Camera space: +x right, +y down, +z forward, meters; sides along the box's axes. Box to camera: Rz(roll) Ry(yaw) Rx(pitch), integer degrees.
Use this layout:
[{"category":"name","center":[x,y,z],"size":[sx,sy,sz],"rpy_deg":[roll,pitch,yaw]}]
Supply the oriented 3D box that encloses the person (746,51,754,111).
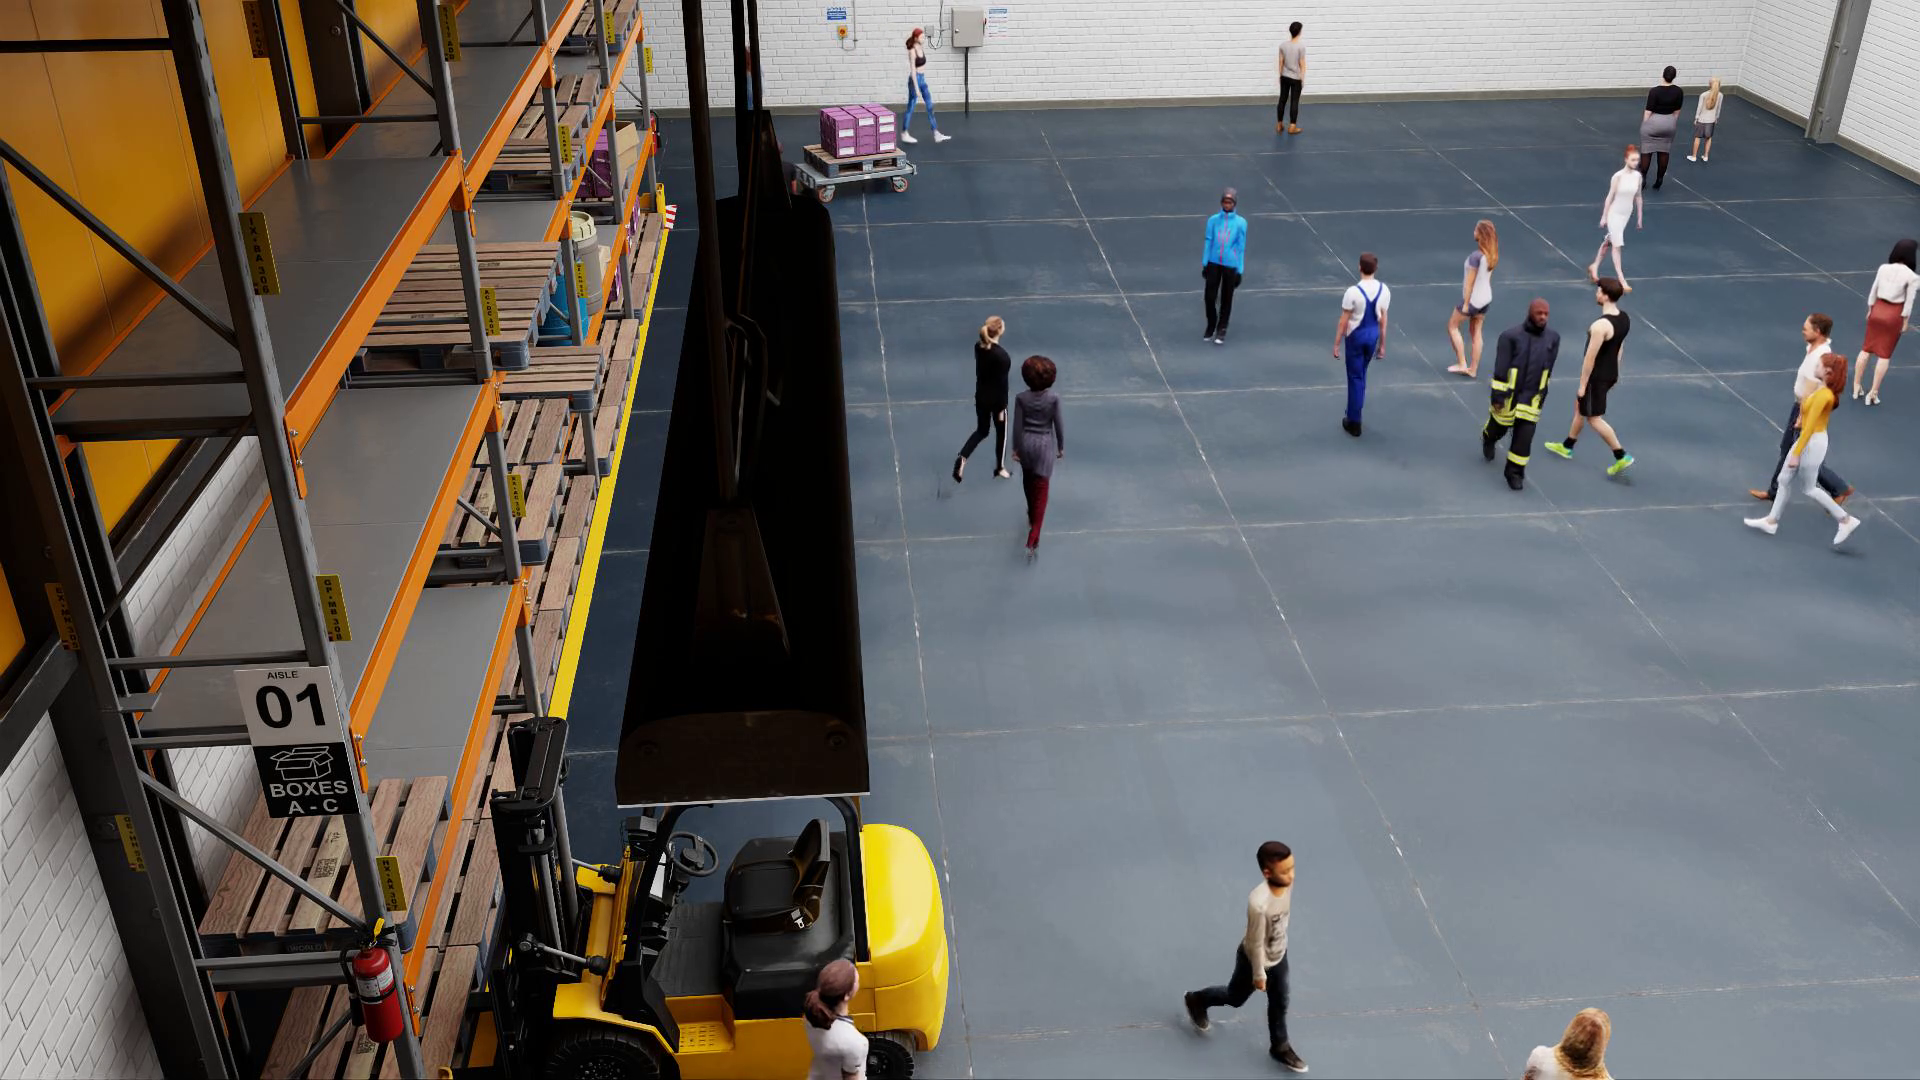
[{"category":"person","center":[-3.258,-6.897,25.889],"size":[0.776,1.461,0.467],"rpy_deg":[-1,29,-2]}]

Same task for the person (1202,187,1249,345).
[{"category":"person","center":[2.958,-3.072,18.544],"size":[0.712,1.780,0.709],"rpy_deg":[9,30,16]}]

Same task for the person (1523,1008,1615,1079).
[{"category":"person","center":[2.666,2.901,7.614],"size":[1.036,1.762,1.208],"rpy_deg":[16,33,27]}]

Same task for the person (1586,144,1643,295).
[{"category":"person","center":[7.882,-3.889,20.067],"size":[0.762,1.756,1.100],"rpy_deg":[-9,30,-16]}]

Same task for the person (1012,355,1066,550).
[{"category":"person","center":[0.653,-0.715,14.336],"size":[0.786,1.672,1.156],"rpy_deg":[6,29,10]}]

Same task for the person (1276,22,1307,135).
[{"category":"person","center":[5.272,-7.368,26.485],"size":[0.679,1.718,0.732],"rpy_deg":[21,35,33]}]

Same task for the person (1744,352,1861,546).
[{"category":"person","center":[7.435,-0.760,14.363],"size":[1.082,1.726,1.119],"rpy_deg":[17,33,28]}]

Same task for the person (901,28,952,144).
[{"category":"person","center":[-0.745,-7.019,25.808],"size":[1.006,1.754,1.086],"rpy_deg":[13,31,22]}]

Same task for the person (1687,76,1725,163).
[{"category":"person","center":[11.280,-6.366,25.109],"size":[0.525,1.276,0.541],"rpy_deg":[1,29,2]}]

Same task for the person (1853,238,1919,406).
[{"category":"person","center":[9.496,-2.235,17.042],"size":[0.730,1.751,0.601],"rpy_deg":[-17,33,-28]}]

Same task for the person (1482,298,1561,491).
[{"category":"person","center":[5.186,-1.432,15.524],"size":[0.862,1.793,1.213],"rpy_deg":[2,29,4]}]

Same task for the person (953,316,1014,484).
[{"category":"person","center":[0.223,-1.239,15.282],"size":[1.011,1.686,0.999],"rpy_deg":[-23,36,-36]}]

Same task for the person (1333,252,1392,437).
[{"category":"person","center":[3.974,-1.893,16.320],"size":[0.693,1.840,0.793],"rpy_deg":[-6,29,-11]}]

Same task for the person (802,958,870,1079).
[{"category":"person","center":[-0.660,2.758,7.946],"size":[1.099,1.694,1.170],"rpy_deg":[21,35,34]}]

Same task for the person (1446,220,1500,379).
[{"category":"person","center":[5.520,-2.510,17.579],"size":[0.738,1.717,0.778],"rpy_deg":[-23,36,-35]}]

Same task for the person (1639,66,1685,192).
[{"category":"person","center":[9.957,-5.858,23.672],"size":[0.671,1.760,0.619],"rpy_deg":[0,29,-1]}]

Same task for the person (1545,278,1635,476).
[{"category":"person","center":[6.055,-1.496,15.572],"size":[1.136,1.860,1.261],"rpy_deg":[-25,37,-37]}]

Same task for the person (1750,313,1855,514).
[{"category":"person","center":[7.708,-1.102,14.891],"size":[1.119,1.820,1.137],"rpy_deg":[11,31,20]}]

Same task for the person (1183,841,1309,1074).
[{"category":"person","center":[1.595,2.255,9.132],"size":[1.036,1.441,0.935],"rpy_deg":[25,37,38]}]
